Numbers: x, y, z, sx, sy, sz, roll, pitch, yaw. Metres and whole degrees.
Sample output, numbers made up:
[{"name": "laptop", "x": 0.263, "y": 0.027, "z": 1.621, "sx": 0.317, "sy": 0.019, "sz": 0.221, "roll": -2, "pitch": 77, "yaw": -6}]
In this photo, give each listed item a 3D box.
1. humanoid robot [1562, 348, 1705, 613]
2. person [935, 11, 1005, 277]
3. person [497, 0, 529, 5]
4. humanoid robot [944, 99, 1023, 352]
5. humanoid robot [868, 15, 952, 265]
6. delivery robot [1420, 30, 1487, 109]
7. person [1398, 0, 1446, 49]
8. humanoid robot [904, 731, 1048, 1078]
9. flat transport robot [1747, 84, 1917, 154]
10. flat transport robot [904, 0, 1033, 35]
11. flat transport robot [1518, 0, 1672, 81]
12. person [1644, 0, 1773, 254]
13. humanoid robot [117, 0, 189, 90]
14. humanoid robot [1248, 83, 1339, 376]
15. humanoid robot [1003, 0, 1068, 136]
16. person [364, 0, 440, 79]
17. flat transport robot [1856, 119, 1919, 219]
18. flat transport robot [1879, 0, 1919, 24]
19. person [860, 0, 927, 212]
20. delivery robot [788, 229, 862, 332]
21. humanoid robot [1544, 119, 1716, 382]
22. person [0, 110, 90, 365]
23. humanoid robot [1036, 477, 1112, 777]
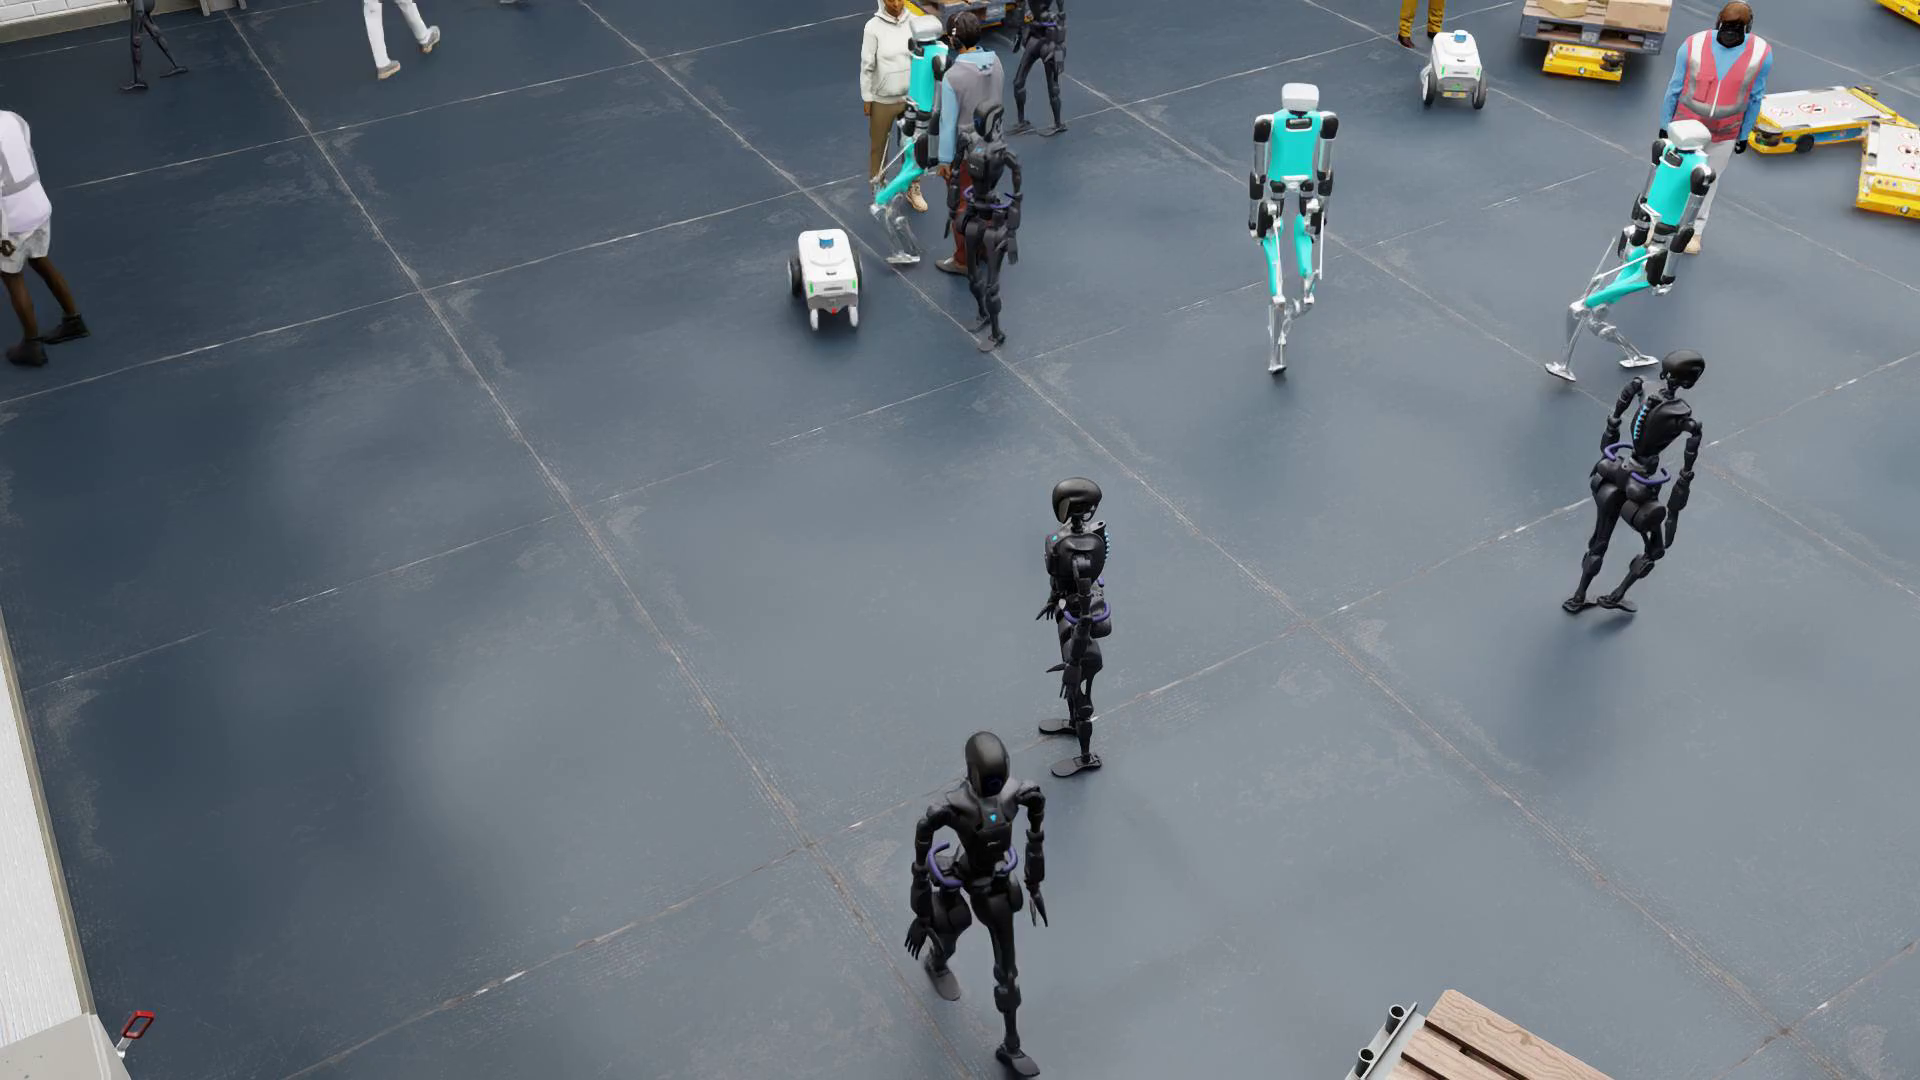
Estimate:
[{"name": "humanoid robot", "x": 3.457, "y": -0.284, "z": 8.517, "sx": 0.361, "sy": 1.651, "sz": 0.609, "roll": -17, "pitch": 41, "yaw": -20}, {"name": "person", "x": 0.074, "y": -2.683, "z": 11.390, "sx": 0.422, "sy": 1.869, "sz": 0.546, "roll": 30, "pitch": 47, "yaw": 32}, {"name": "person", "x": -4.050, "y": -5.904, "z": 15.510, "sx": 0.744, "sy": 1.810, "sz": 0.578, "roll": -9, "pitch": 39, "yaw": -11}, {"name": "humanoid robot", "x": 0.147, "y": -2.054, "z": 10.746, "sx": 0.597, "sy": 1.647, "sz": 0.429, "roll": 25, "pitch": 45, "yaw": 28}, {"name": "humanoid robot", "x": -0.424, "y": -2.679, "z": 11.522, "sx": 0.748, "sy": 1.809, "sz": 0.561, "roll": -16, "pitch": 41, "yaw": -19}, {"name": "delivery robot", "x": 4.195, "y": -4.021, "z": 14.128, "sx": 0.524, "sy": 0.586, "sz": 0.754, "roll": 5, "pitch": 39, "yaw": 6}, {"name": "person", "x": 4.228, "y": -5.241, "z": 14.717, "sx": 0.528, "sy": 1.750, "sz": 0.344, "roll": -9, "pitch": 39, "yaw": -11}, {"name": "humanoid robot", "x": 0.063, "y": 1.386, "z": 6.445, "sx": 0.587, "sy": 1.623, "sz": 0.778, "roll": -15, "pitch": 41, "yaw": -18}, {"name": "flat transport robot", "x": 7.025, "y": -3.448, "z": 13.643, "sx": 1.431, "sy": 0.231, "sz": 0.659, "roll": -9, "pitch": 39, "yaw": -11}, {"name": "flat transport robot", "x": 0.040, "y": -4.948, "z": 15.535, "sx": 1.431, "sy": 0.231, "sz": 0.659, "roll": -17, "pitch": 42, "yaw": -21}, {"name": "flat transport robot", "x": 5.674, "y": -4.523, "z": 14.999, "sx": 0.659, "sy": 0.231, "sz": 1.431, "roll": 13, "pitch": 40, "yaw": 16}, {"name": "person", "x": 5.234, "y": -2.892, "z": 11.688, "sx": 0.628, "sy": 1.836, "sz": 0.431, "roll": 14, "pitch": 40, "yaw": 17}, {"name": "humanoid robot", "x": -7.053, "y": -4.648, "z": 14.031, "sx": 0.660, "sy": 1.638, "sz": 0.590, "roll": -29, "pitch": 47, "yaw": -31}, {"name": "humanoid robot", "x": 2.120, "y": -1.873, "z": 10.539, "sx": 0.545, "sy": 1.851, "sz": 0.843, "roll": -2, "pitch": 38, "yaw": -3}, {"name": "humanoid robot", "x": 0.651, "y": -3.980, "z": 13.186, "sx": 0.508, "sy": 1.643, "sz": 0.603, "roll": -25, "pitch": 45, "yaw": -28}, {"name": "person", "x": -4.975, "y": -5.009, "z": 14.347, "sx": 0.595, "sy": 1.836, "sz": 0.935, "roll": 6, "pitch": 39, "yaw": 8}, {"name": "flat transport robot", "x": 7.381, "y": -2.893, "z": 12.942, "sx": 0.659, "sy": 0.231, "sz": 1.431, "roll": 16, "pitch": 41, "yaw": 20}, {"name": "flat transport robot", "x": 9.553, "y": -5.116, "z": 15.747, "sx": 1.431, "sy": 0.231, "sz": 0.659, "roll": -9, "pitch": 39, "yaw": -11}, {"name": "person", "x": -0.478, "y": -3.237, "z": 12.170, "sx": 0.531, "sy": 1.767, "sz": 0.366, "roll": -13, "pitch": 40, "yaw": -16}, {"name": "delivery robot", "x": -0.904, "y": -1.818, "z": 11.368, "sx": 0.499, "sy": 0.611, "sz": 0.814, "roll": -6, "pitch": 39, "yaw": -8}, {"name": "humanoid robot", "x": 4.071, "y": -1.724, "z": 10.327, "sx": 1.034, "sy": 1.765, "sz": 0.534, "roll": -8, "pitch": 39, "yaw": -10}, {"name": "person", "x": -6.061, "y": -2.055, "z": 10.583, "sx": 0.472, "sy": 1.904, "sz": 0.684, "roll": 2, "pitch": 38, "yaw": 2}, {"name": "humanoid robot", "x": 0.523, "y": 0.397, "z": 7.646, "sx": 0.315, "sy": 1.657, "sz": 0.599, "roll": -4, "pitch": 39, "yaw": -5}]
